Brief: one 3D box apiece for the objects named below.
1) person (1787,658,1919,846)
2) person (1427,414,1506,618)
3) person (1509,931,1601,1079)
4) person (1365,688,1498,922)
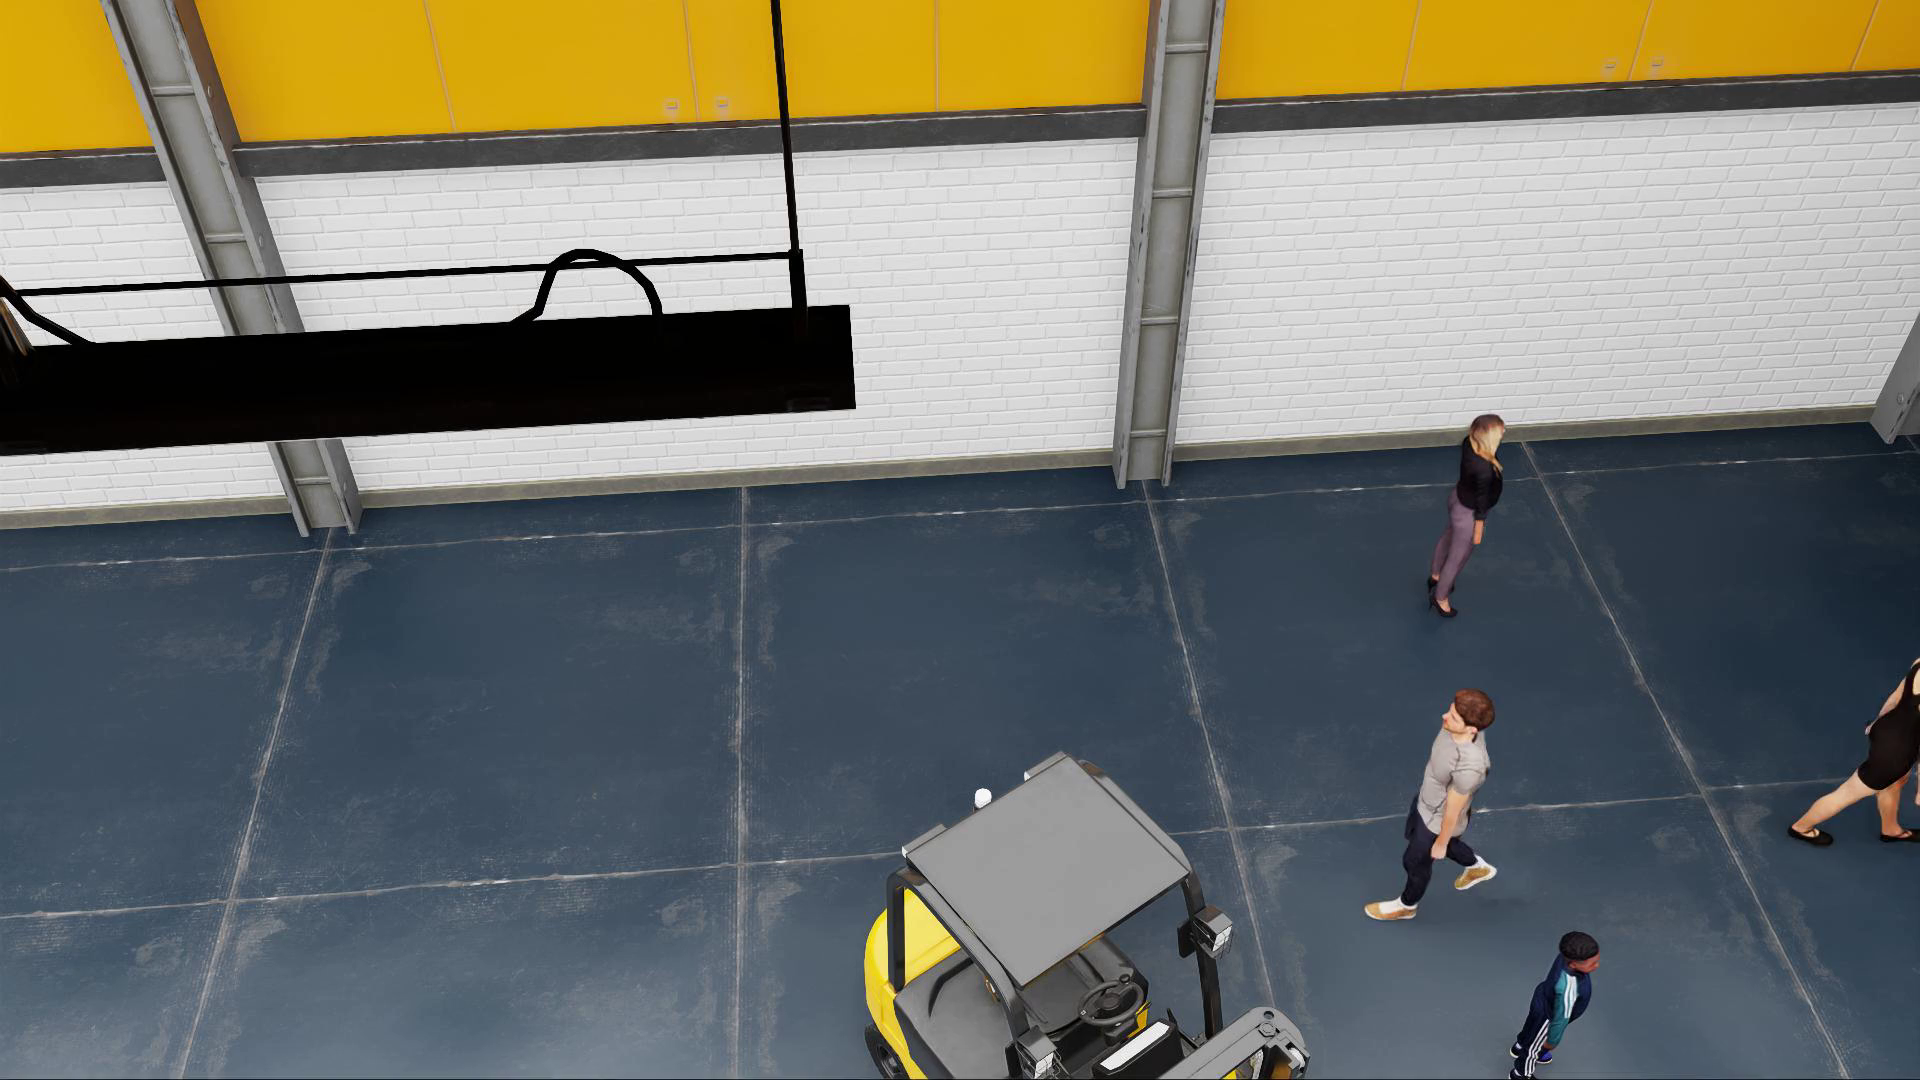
[{"bbox_3d":[5.240,1.185,9.530,1.125,1.780,0.913,11,45,11],"label":"person"},{"bbox_3d":[3.327,-0.156,11.016,0.533,1.672,0.600,-1,44,-1],"label":"person"},{"bbox_3d":[3.078,2.416,8.618,0.581,1.256,0.568,15,46,15],"label":"person"},{"bbox_3d":[2.730,1.486,9.142,0.987,1.879,0.736,2,44,2],"label":"person"}]
